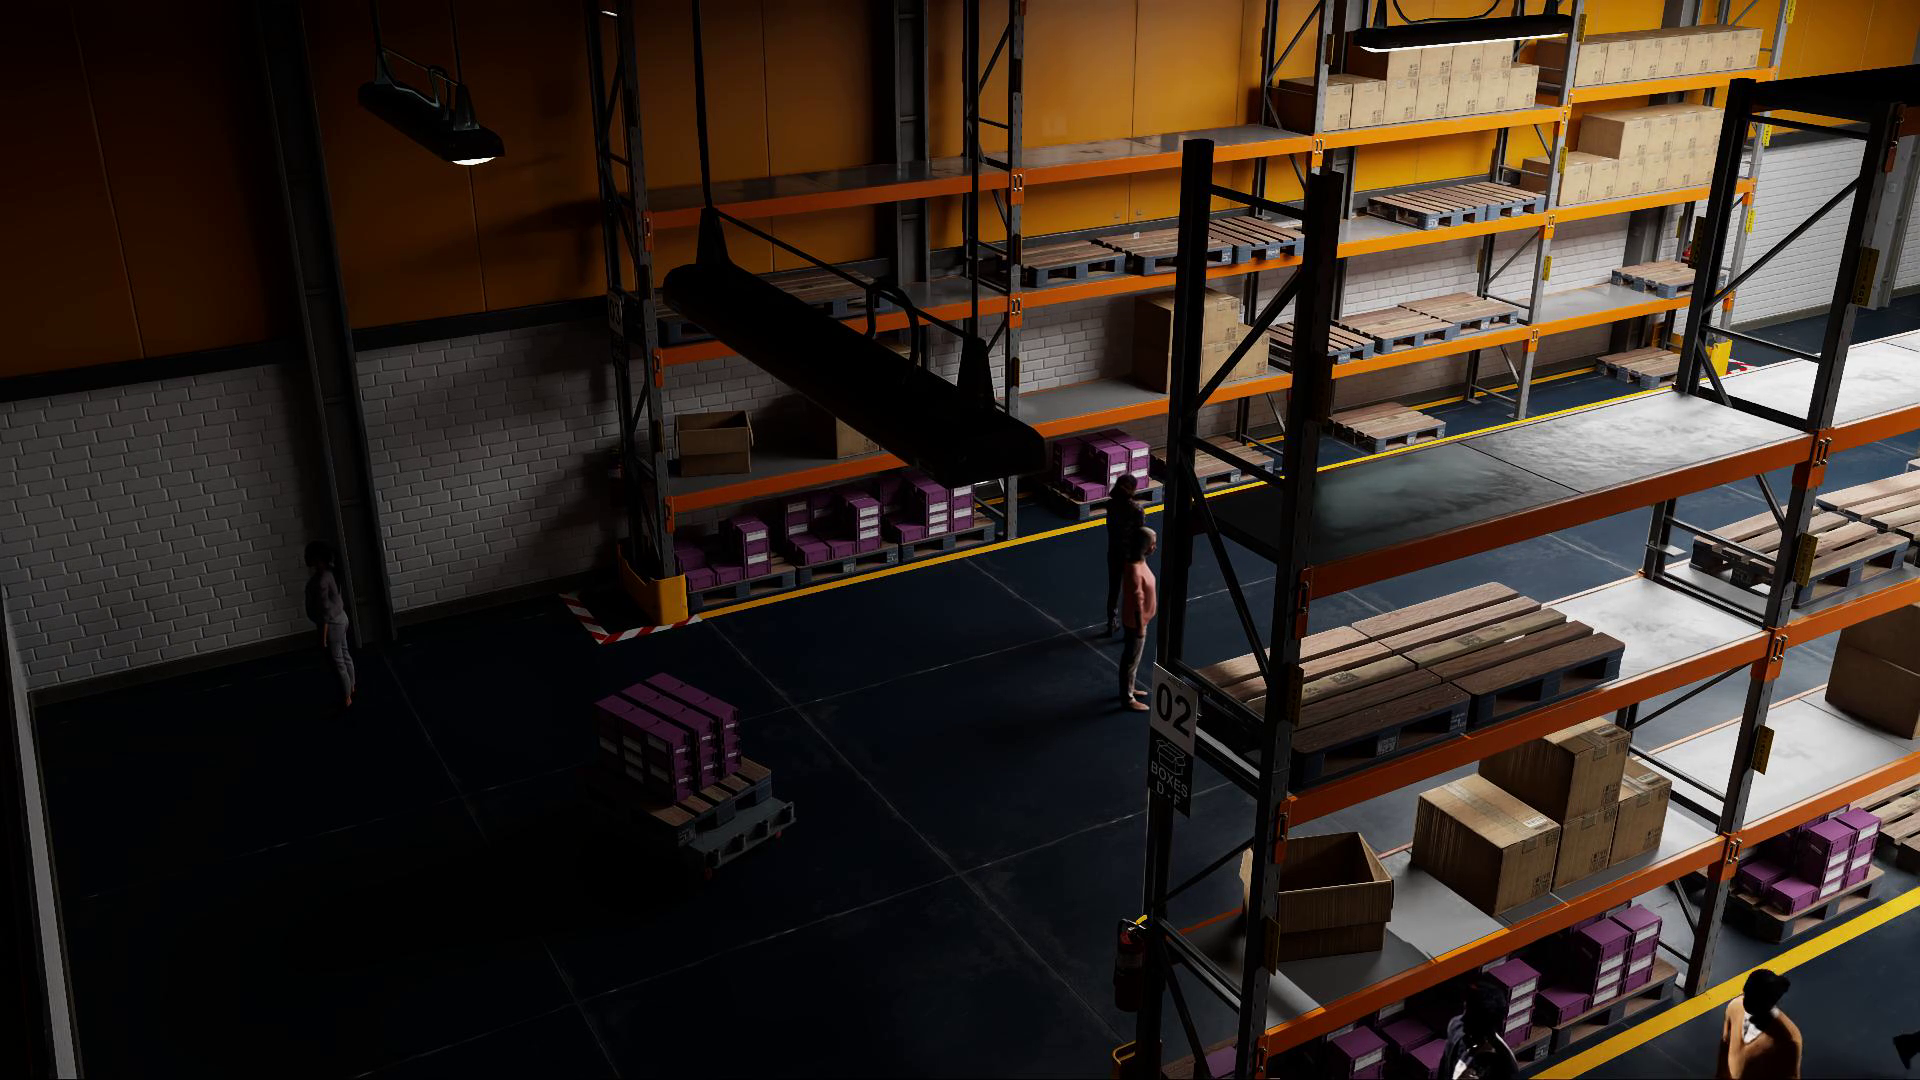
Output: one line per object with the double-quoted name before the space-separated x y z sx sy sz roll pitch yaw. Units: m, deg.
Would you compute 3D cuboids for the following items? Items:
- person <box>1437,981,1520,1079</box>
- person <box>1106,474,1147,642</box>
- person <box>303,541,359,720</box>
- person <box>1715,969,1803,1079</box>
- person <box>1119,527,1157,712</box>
"person" 2.727 3.165 8.937 0.644 1.892 0.713 -8 25 -18
"person" 1.591 0.154 16.053 0.663 1.710 0.689 17 29 34
"person" -5.539 0.772 14.677 0.714 1.679 0.705 -3 24 -7
"person" 4.466 3.113 9.249 0.958 1.737 0.756 -10 26 -22
"person" 1.565 0.681 14.831 0.699 1.723 0.683 1 24 3
